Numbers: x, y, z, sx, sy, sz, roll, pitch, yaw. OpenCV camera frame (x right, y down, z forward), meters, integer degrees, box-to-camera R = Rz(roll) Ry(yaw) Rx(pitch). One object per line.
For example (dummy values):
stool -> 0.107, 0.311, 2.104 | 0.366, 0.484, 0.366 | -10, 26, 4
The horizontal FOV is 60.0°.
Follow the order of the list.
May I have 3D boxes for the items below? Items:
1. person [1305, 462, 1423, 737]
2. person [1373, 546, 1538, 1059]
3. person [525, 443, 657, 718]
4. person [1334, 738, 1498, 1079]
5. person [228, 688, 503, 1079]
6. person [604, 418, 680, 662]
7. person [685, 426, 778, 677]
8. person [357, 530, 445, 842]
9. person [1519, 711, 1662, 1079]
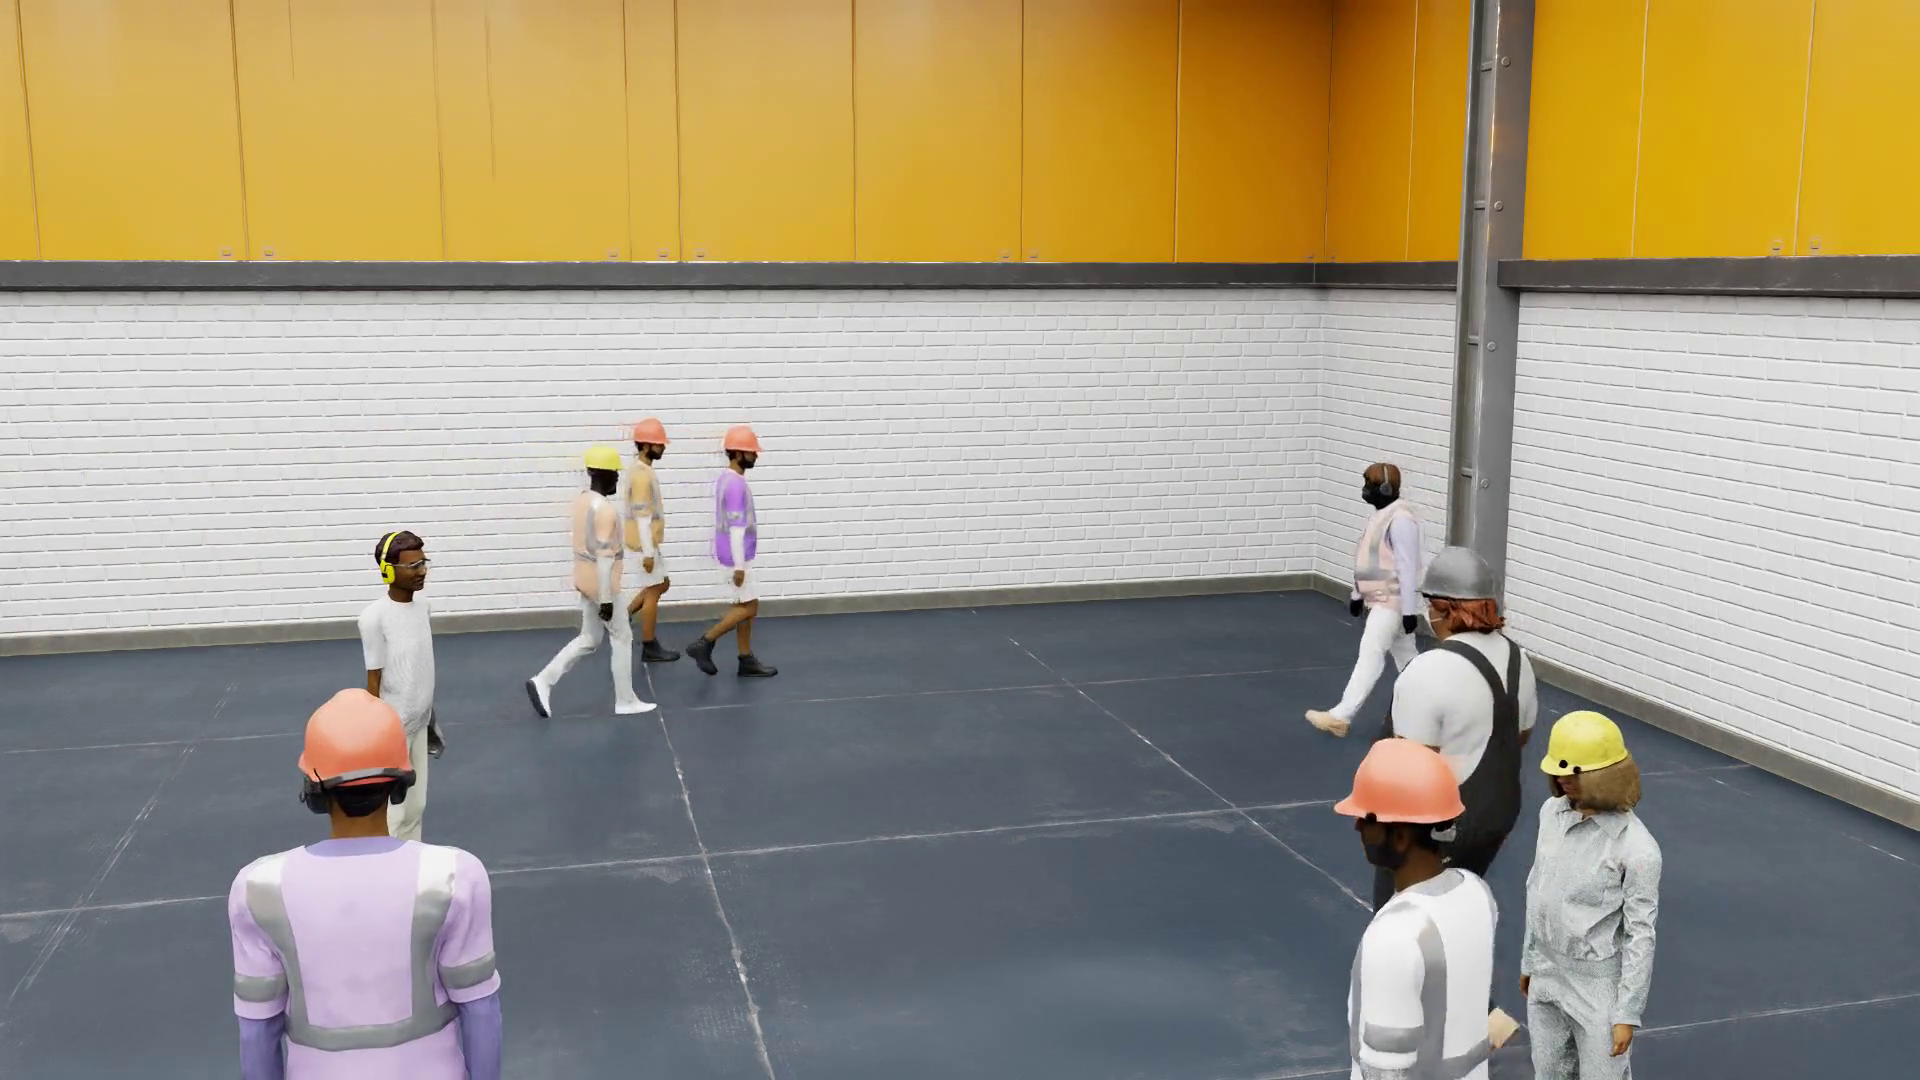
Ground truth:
person -> 2.722, 0.397, 10.866 | 0.923, 1.805, 0.657 | 0, 9, 2
person -> 1.872, 1.014, 6.293 | 0.695, 2.000, 0.644 | -7, 12, -38
person -> -2.509, 0.294, 11.255 | 0.817, 1.899, 0.589 | -6, 11, -33
person -> 1.104, 1.431, 4.084 | 0.438, 1.923, 0.546 | 8, 12, 42
person -> -1.422, 1.367, 4.068 | 0.610, 2.048, 0.362 | -2, 9, -9
person -> -2.467, 0.011, 12.923 | 0.514, 1.920, 0.577 | -2, 9, -11
person -> -1.698, 0.107, 12.352 | 0.584, 1.920, 0.544 | -2, 9, -12
person -> -2.543, 0.878, 7.672 | 0.336, 1.873, 0.521 | 2, 9, 13
person -> 1.875, 1.362, 5.072 | 0.308, 1.736, 0.484 | -4, 10, -22
